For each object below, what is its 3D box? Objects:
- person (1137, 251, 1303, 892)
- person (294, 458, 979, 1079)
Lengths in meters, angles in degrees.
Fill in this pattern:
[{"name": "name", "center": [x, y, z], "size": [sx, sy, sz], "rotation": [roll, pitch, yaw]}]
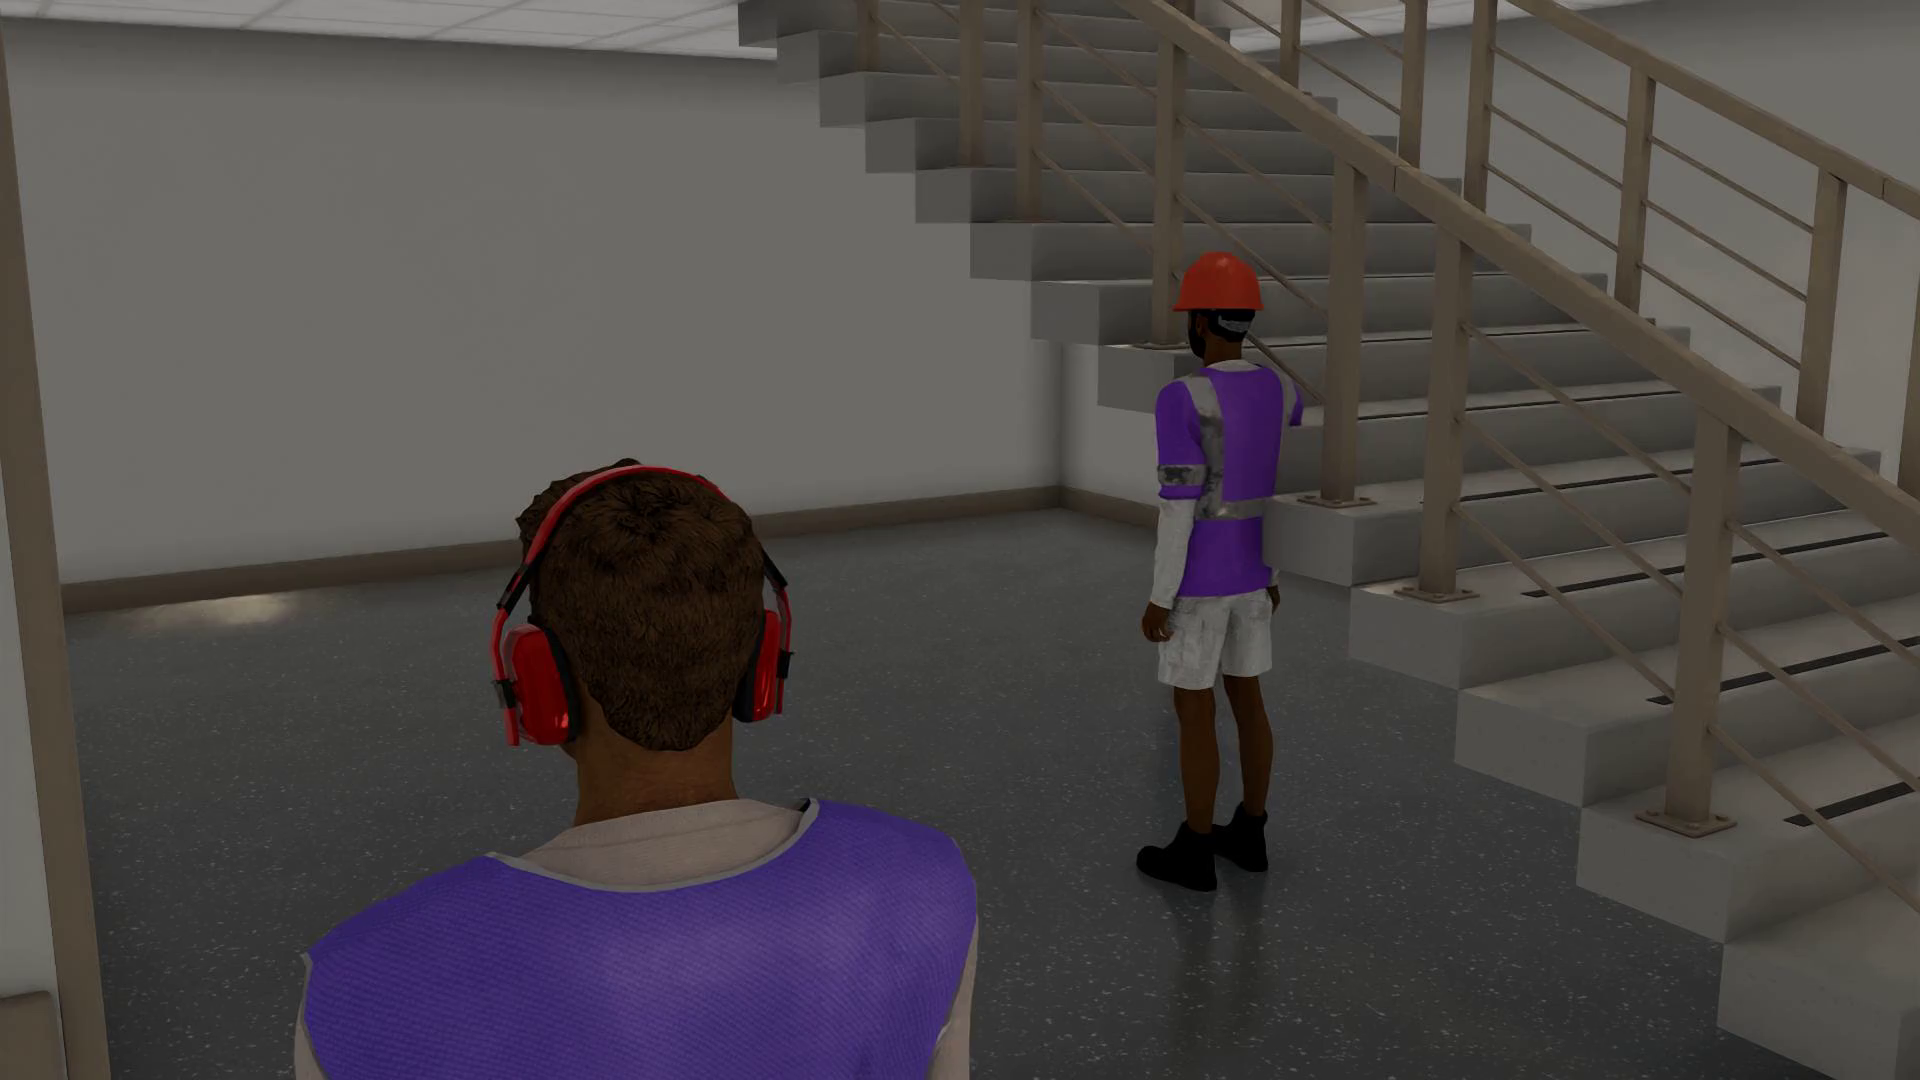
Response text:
[{"name": "person", "center": [0.770, 0.100, 5.086], "size": [0.551, 1.936, 0.357], "rotation": [-8, 13, -36]}, {"name": "person", "center": [-0.235, 0.851, 1.423], "size": [0.560, 1.837, 0.392], "rotation": [-7, 13, -32]}]
